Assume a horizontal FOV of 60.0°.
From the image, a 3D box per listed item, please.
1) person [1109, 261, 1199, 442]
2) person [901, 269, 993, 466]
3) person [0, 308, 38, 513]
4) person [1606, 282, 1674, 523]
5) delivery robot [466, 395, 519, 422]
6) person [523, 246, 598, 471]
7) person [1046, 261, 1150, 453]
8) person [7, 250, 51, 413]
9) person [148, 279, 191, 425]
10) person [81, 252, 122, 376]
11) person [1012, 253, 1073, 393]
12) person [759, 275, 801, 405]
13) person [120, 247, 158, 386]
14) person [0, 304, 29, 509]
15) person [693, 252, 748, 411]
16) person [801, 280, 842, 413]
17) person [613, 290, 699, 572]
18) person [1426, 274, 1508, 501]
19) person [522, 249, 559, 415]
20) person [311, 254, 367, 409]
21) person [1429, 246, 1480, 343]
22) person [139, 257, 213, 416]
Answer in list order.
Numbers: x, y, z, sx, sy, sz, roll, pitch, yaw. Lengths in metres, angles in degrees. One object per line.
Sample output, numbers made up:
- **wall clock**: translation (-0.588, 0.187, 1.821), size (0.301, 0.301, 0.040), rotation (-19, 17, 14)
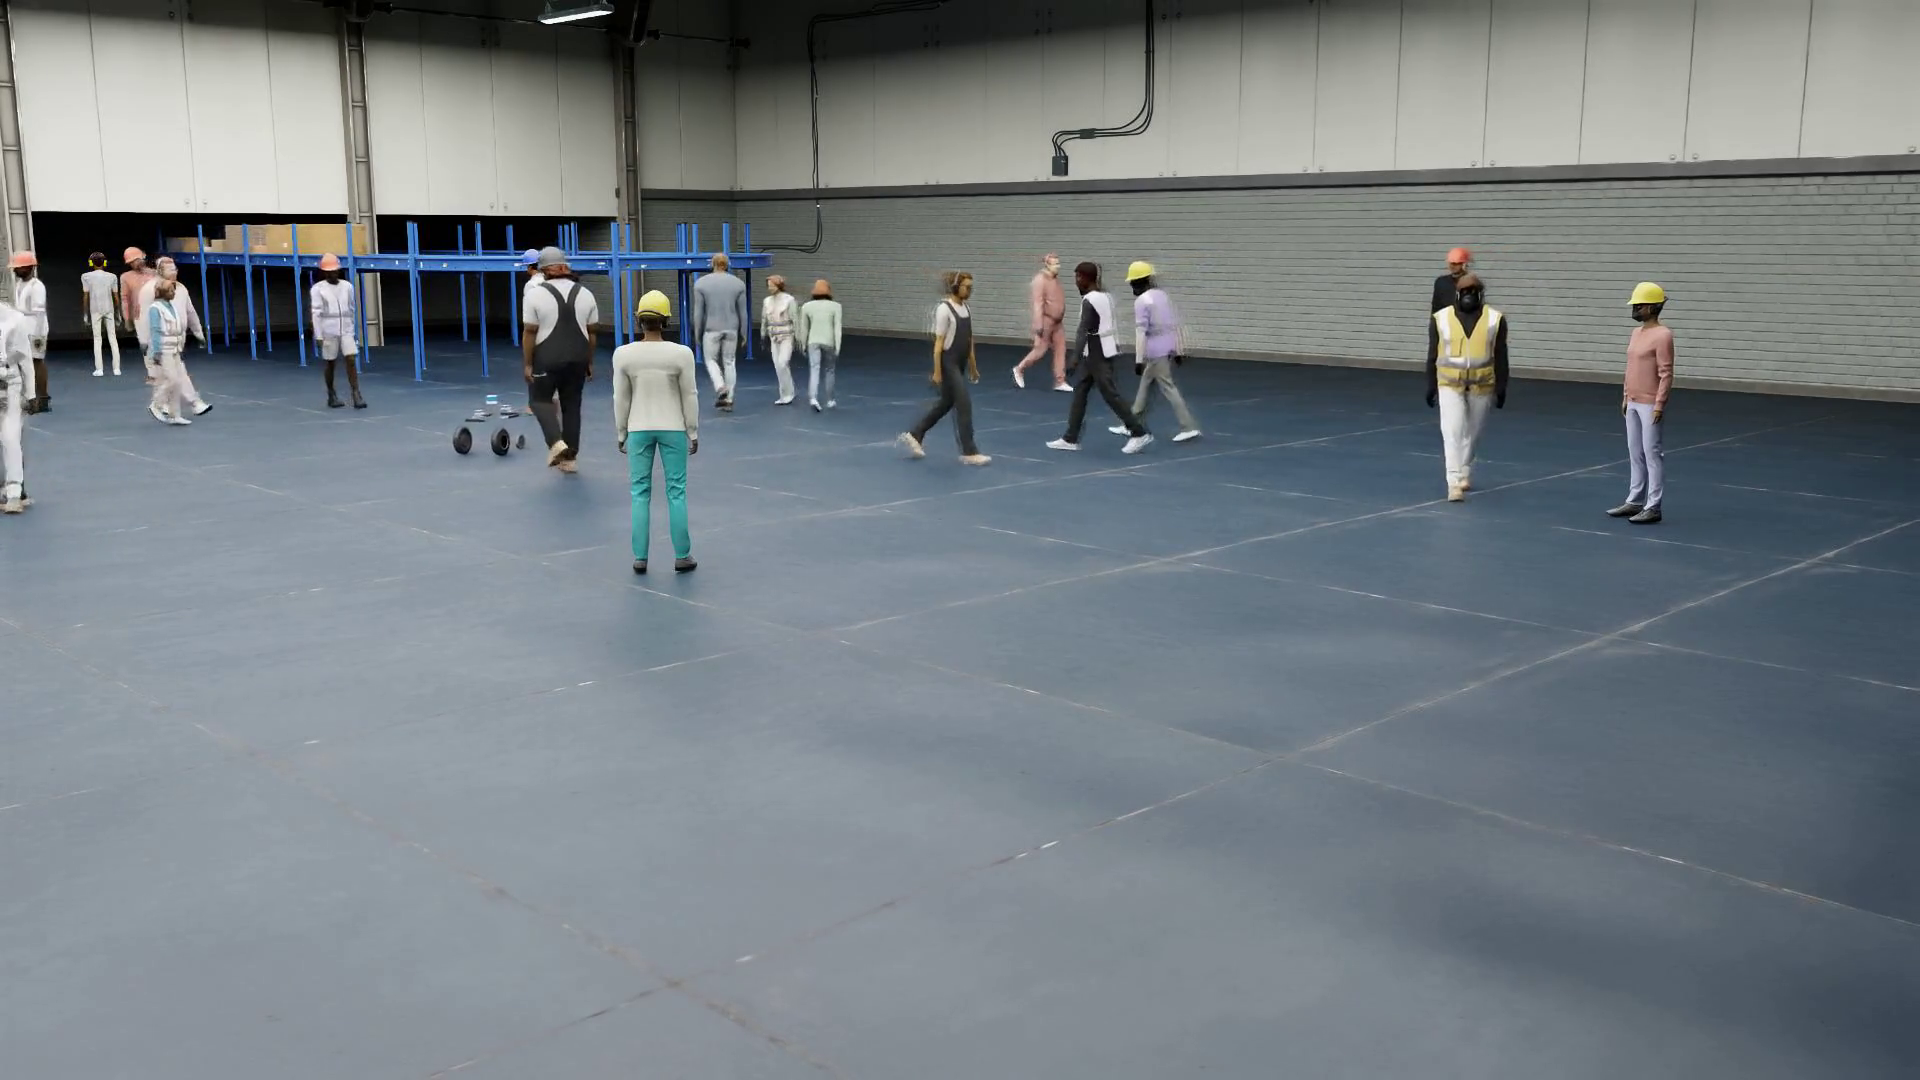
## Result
- **person**: translation (2.047, -1.946, 17.192), size (1.030, 1.854, 0.621), rotation (5, 12, 26)
- **person**: translation (-0.134, -1.621, 15.539), size (0.911, 1.815, 0.520), rotation (5, 11, 24)
- **person**: translation (-7.460, -1.153, 12.795), size (0.612, 1.863, 0.604), rotation (-6, 12, -31)
- **person**: translation (5.054, -1.017, 12.323), size (0.326, 1.767, 0.533), rotation (-1, 10, -6)
- **delivery robot**: translation (-4.604, -1.307, 16.359), size (0.335, 0.223, 0.698), rotation (3, 11, 14)
- **person**: translation (-3.585, -1.602, 14.880), size (0.704, 2.000, 0.589), rotation (-8, 13, -36)
- **person**: translation (1.390, -1.800, 16.344), size (0.998, 1.871, 0.598), rotation (2, 11, 12)
- **person**: translation (-11.147, -2.496, 19.935), size (0.580, 1.925, 0.390), rotation (7, 13, 35)
- **person**: translation (-8.799, -2.086, 18.517), size (0.360, 1.624, 0.542), rotation (0, 10, 3)
- **person**: translation (-12.989, -3.420, 25.178), size (0.516, 1.864, 0.317), rotation (-8, 13, -36)
- **person**: translation (1.148, -2.964, 22.666), size (0.857, 1.876, 0.641), rotation (7, 13, 34)
- **person**: translation (-2.232, -2.490, 20.752), size (0.544, 1.618, 0.460), rotation (7, 13, 35)
- **person**: translation (-11.467, -3.154, 23.480), size (0.662, 1.945, 0.508), rotation (-4, 11, -20)
- **person**: translation (-7.509, -1.194, 12.826), size (0.614, 1.937, 0.499), rotation (2, 11, 13)
- **person**: translation (-2.876, -2.507, 20.051), size (0.674, 1.910, 0.480), rotation (-4, 11, -20)
- **person**: translation (-1.688, -2.360, 20.160), size (0.510, 1.578, 0.913), rotation (1, 10, 3)
- **person**: translation (-1.905, -0.678, 10.476), size (0.531, 1.768, 0.311), rotation (0, 10, -2)
- **person**: translation (4.132, -1.266, 13.580), size (0.631, 1.806, 0.917), rotation (2, 11, 12)
- **person**: translation (-4.981, -2.463, 19.726), size (0.402, 1.942, 0.603), rotation (2, 11, 12)
- **person**: translation (-7.569, -2.524, 20.228), size (0.571, 1.875, 0.978), rotation (-9, 14, -41)
- **person**: translation (5.900, -2.511, 19.877), size (0.639, 1.976, 0.457), rotation (10, 15, 44)
- **person**: translation (-9.164, -2.368, 19.454), size (0.991, 1.840, 0.774), rotation (3, 11, 15)
